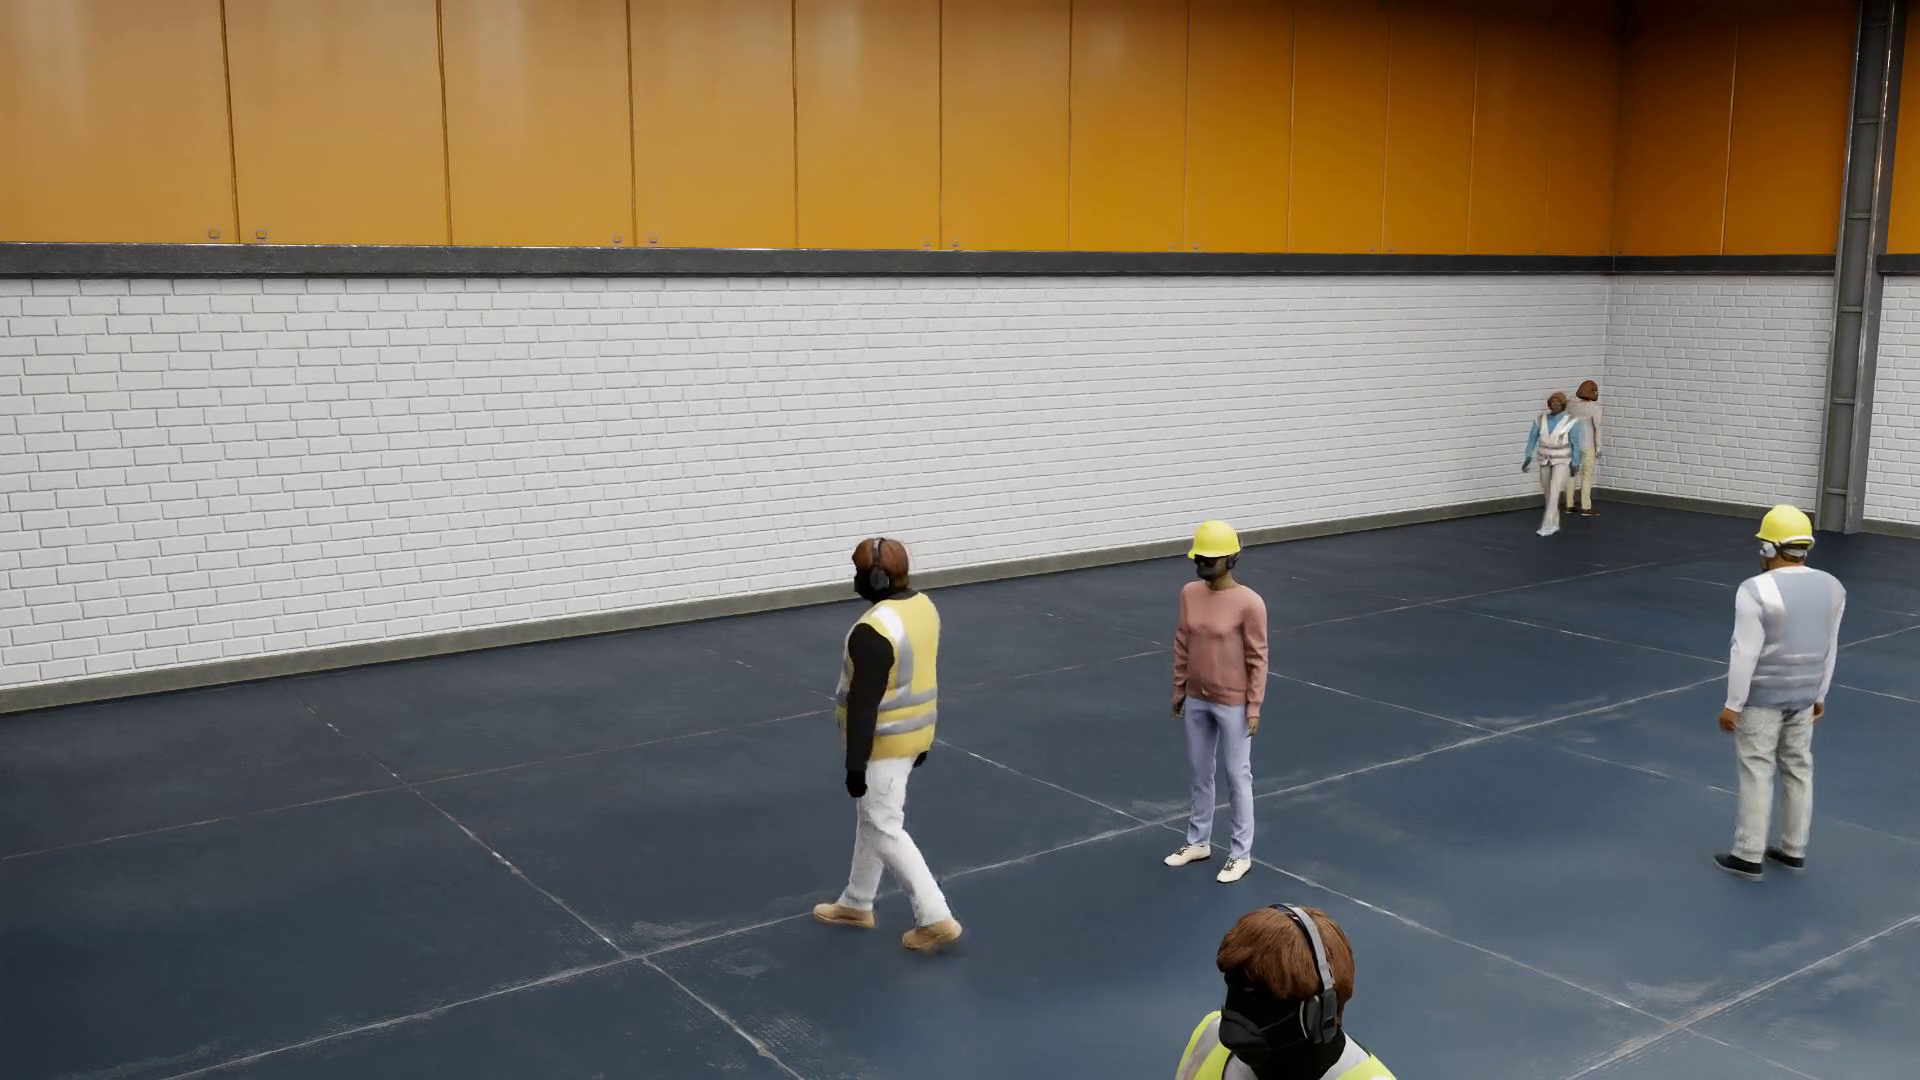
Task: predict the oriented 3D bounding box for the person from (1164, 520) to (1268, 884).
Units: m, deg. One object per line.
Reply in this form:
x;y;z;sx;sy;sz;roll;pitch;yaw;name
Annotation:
1.233;0.775;8.055;0.329;1.765;0.533;-8;12;-42;person

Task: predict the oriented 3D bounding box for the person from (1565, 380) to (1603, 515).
7.546;-1.116;20.120;0.266;1.631;0.507;-6;11;-31;person

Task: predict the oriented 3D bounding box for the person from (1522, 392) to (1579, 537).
6.510;-0.822;18.394;0.820;1.601;0.526;-8;12;-42;person

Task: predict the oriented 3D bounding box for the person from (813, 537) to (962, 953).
-0.312;0.882;7.239;0.774;1.820;0.640;4;10;22;person

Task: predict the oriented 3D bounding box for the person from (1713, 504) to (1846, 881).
3.951;0.739;8.069;0.599;1.830;0.404;-3;10;-16;person

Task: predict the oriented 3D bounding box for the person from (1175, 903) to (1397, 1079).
0.567;1.550;3.042;0.429;1.844;0.622;-6;11;-32;person
